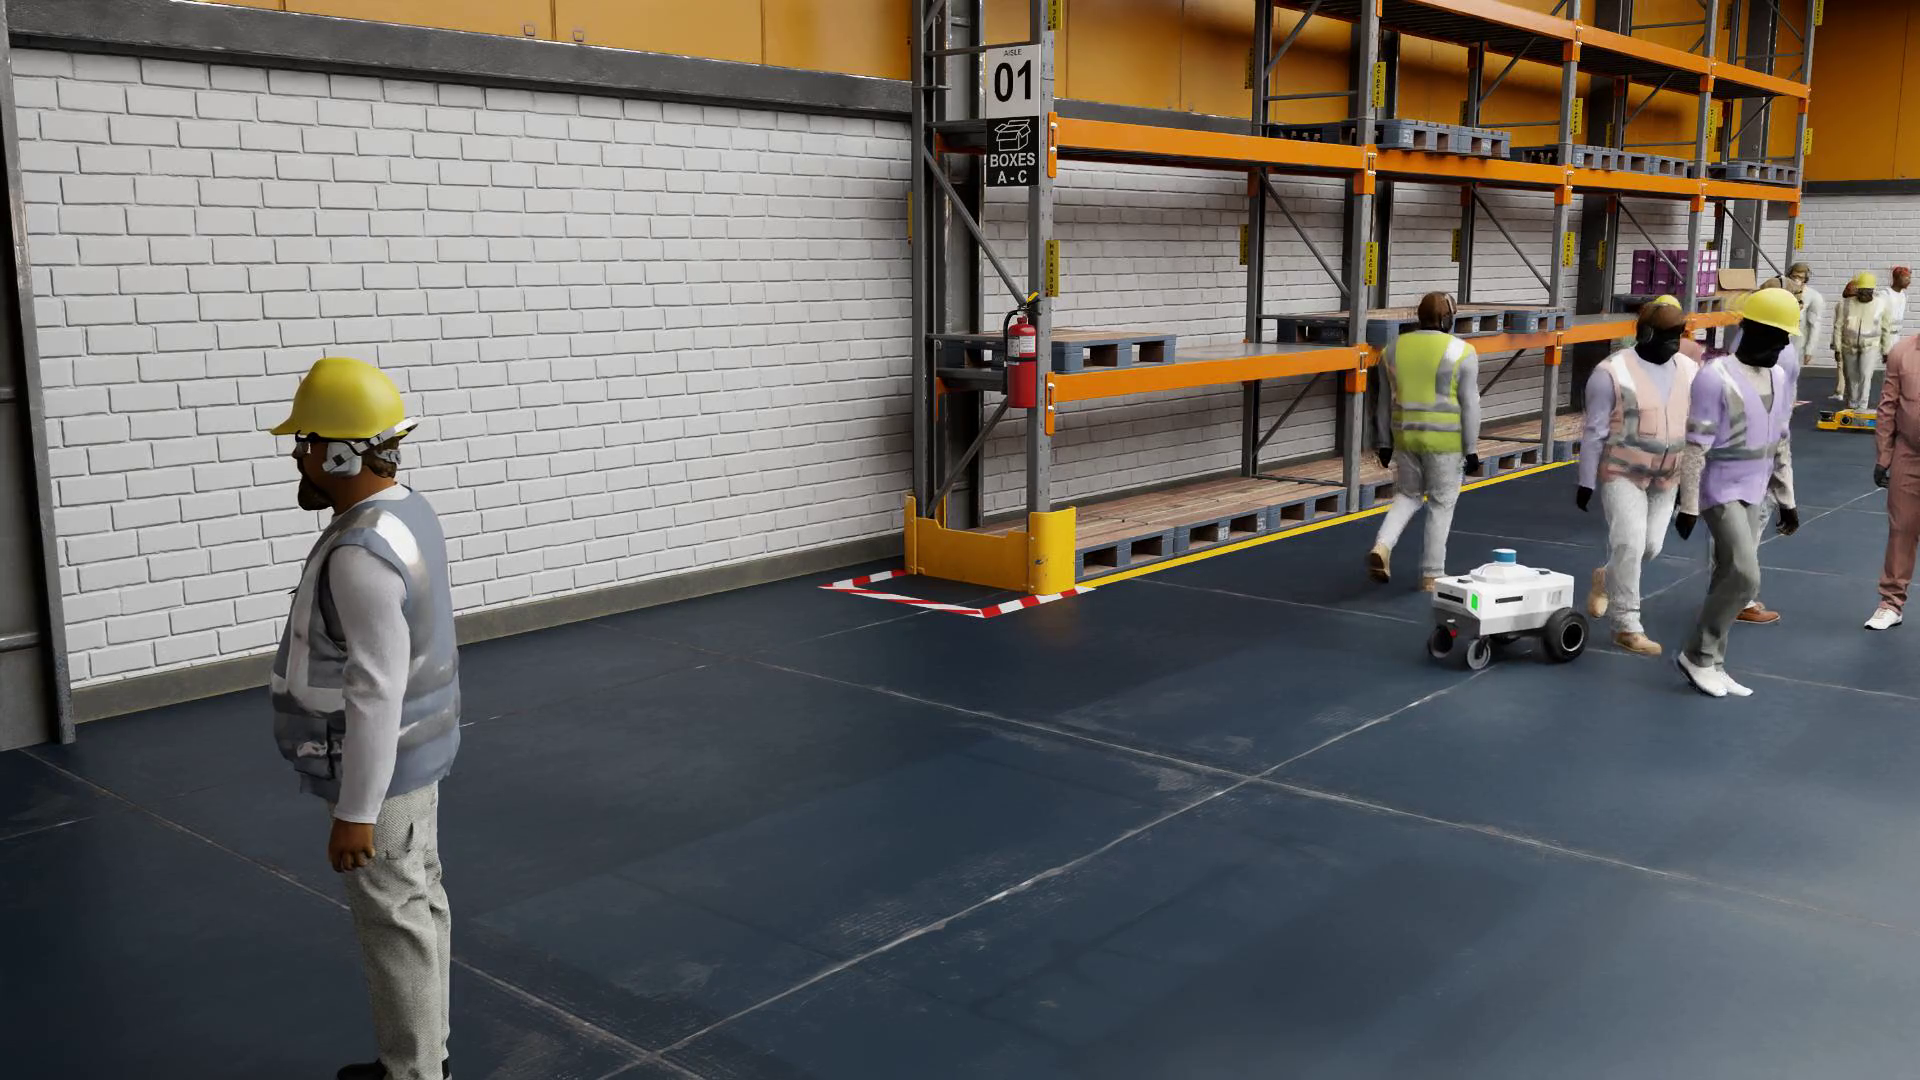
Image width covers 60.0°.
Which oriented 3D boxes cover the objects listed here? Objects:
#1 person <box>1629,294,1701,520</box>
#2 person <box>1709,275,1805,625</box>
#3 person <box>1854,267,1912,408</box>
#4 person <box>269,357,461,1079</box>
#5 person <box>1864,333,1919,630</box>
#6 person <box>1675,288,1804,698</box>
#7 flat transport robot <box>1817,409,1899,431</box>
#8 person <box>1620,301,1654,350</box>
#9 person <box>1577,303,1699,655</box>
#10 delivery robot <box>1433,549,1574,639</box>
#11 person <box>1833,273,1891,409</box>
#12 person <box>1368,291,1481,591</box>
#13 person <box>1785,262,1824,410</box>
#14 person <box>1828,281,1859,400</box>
[{"bbox_3d":[5.244,-0.960,12.396,0.523,1.741,0.785,7,12,35],"label":"person"},{"bbox_3d":[4.409,-0.490,9.212,0.383,1.932,0.622,1,10,4],"label":"person"},{"bbox_3d":[11.939,-2.606,21.536,0.599,1.838,0.687,-5,11,-25],"label":"person"},{"bbox_3d":[-1.352,0.502,3.812,0.403,1.834,0.589,-2,10,-10],"label":"person"},{"bbox_3d":[5.222,-0.421,8.877,0.644,1.903,0.399,9,13,41],"label":"person"},{"bbox_3d":[3.580,-0.202,7.637,0.601,1.896,0.439,-7,12,-35],"label":"person"},{"bbox_3d":[10.501,-1.330,18.688,1.431,0.197,0.652,8,13,40],"label":"flat transport robot"},{"bbox_3d":[5.811,-1.197,14.056,0.497,1.633,0.288,4,11,22],"label":"person"},{"bbox_3d":[3.540,-0.353,8.786,0.661,1.808,0.803,-2,10,-12],"label":"person"},{"bbox_3d":[2.743,0.288,8.401,0.707,0.478,0.477,-5,11,-25],"label":"delivery robot"},{"bbox_3d":[10.900,-2.331,20.126,0.591,1.779,0.970,7,12,34],"label":"person"},{"bbox_3d":[2.786,-0.576,9.984,0.549,1.824,0.632,-10,14,-43],"label":"person"},{"bbox_3d":[9.340,-2.168,18.768,0.431,1.918,0.662,-8,13,-37],"label":"person"},{"bbox_3d":[12.150,-2.718,22.715,0.507,1.632,0.274,0,10,-3],"label":"person"}]
